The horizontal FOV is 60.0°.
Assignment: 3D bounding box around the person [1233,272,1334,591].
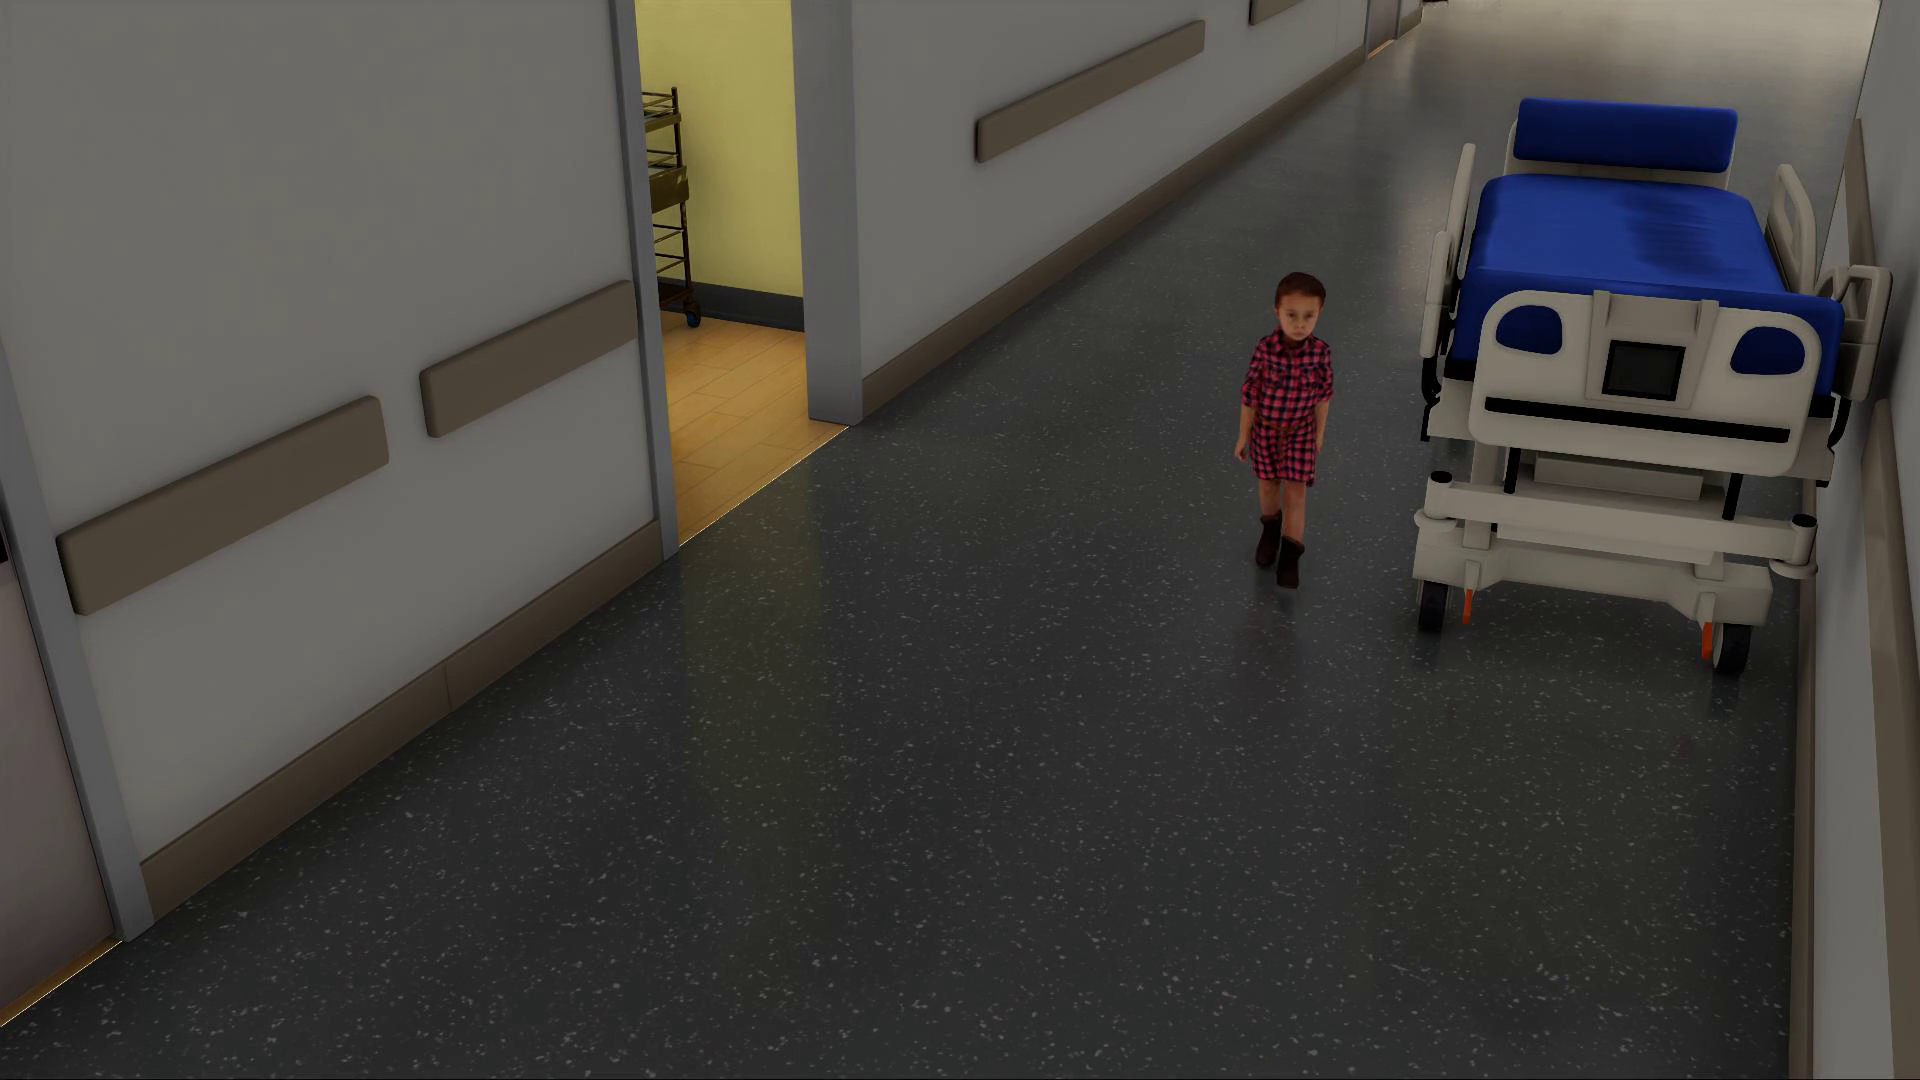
[{"bbox_3d":[1.047,-0.381,5.367,0.651,1.006,0.573,6,26,13],"label":"person"}]
